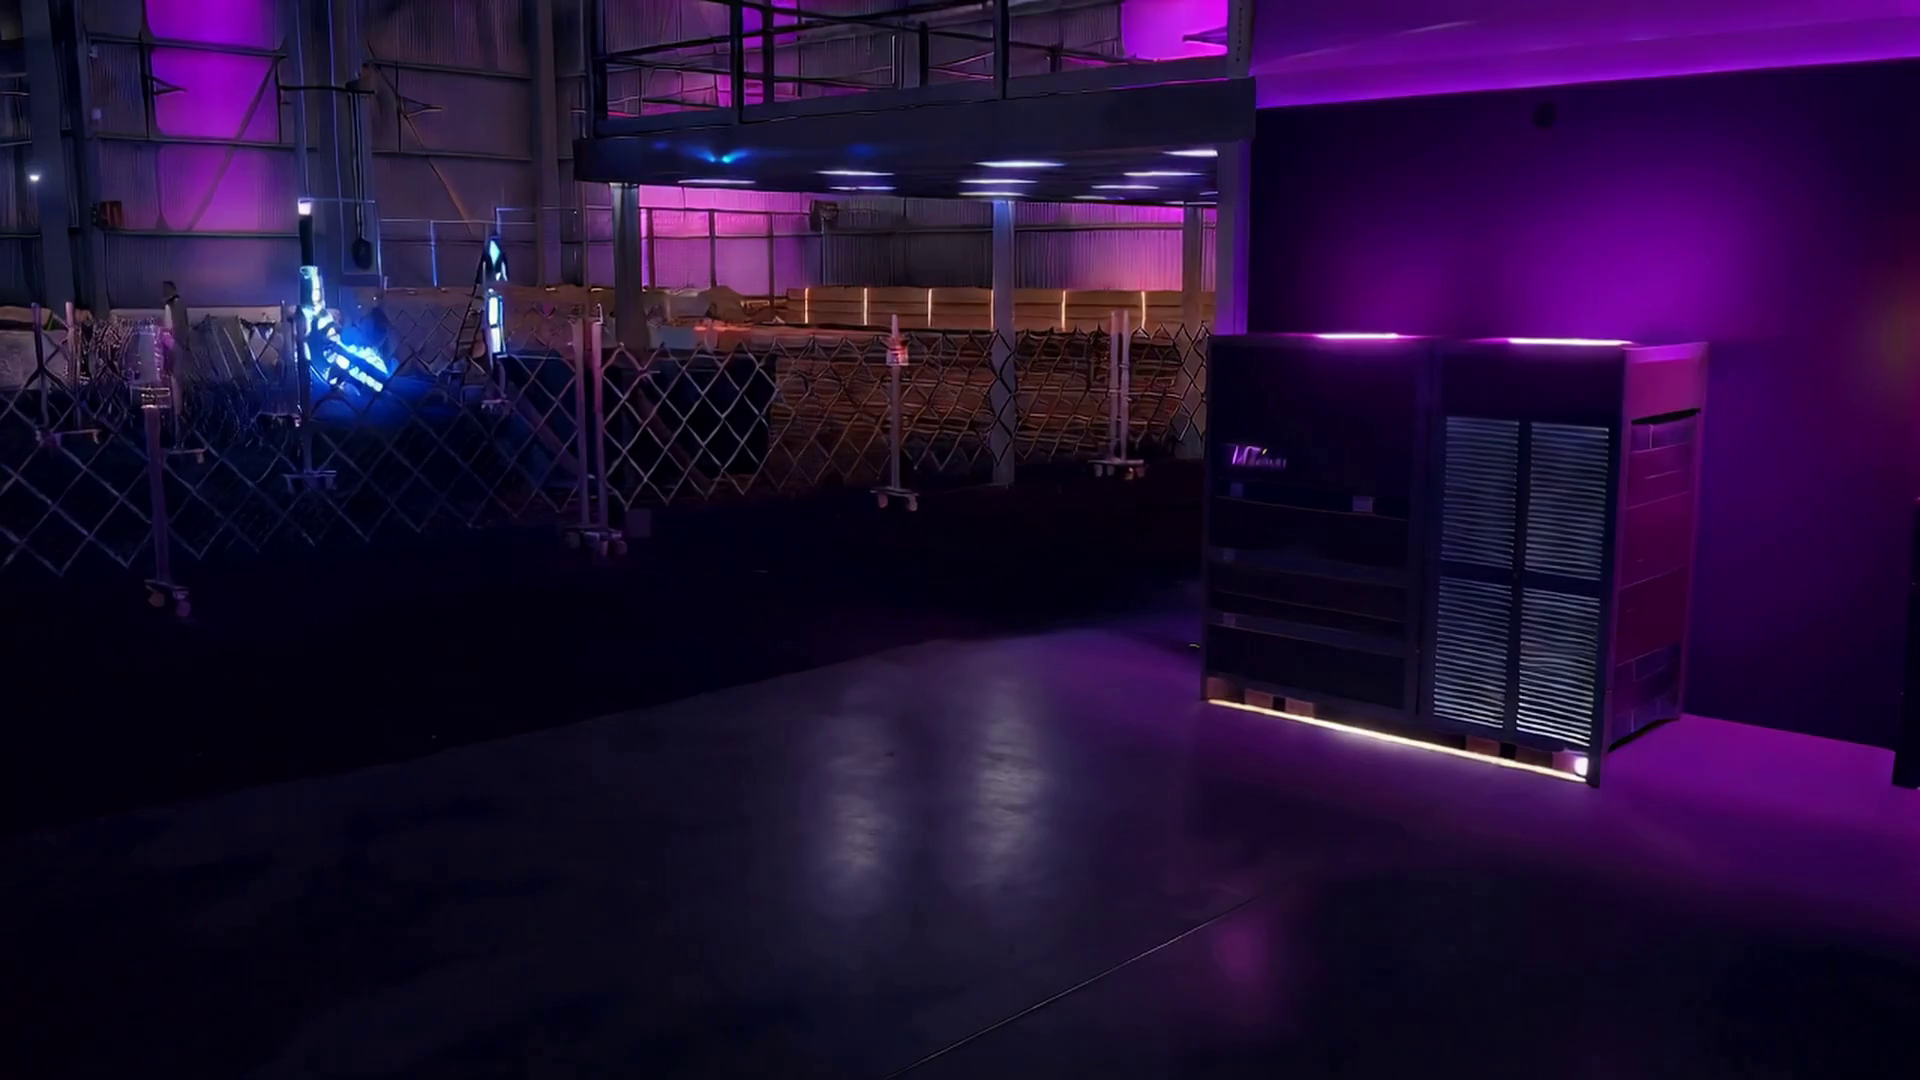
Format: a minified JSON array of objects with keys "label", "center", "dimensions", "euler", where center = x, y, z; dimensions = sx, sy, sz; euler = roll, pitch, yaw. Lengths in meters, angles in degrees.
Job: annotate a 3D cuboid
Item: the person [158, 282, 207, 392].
[{"label":"person","center":[-13.199,-3.397,27.925],"dimensions":[1.015,1.853,0.666],"euler":[-1,9,-8]}]
